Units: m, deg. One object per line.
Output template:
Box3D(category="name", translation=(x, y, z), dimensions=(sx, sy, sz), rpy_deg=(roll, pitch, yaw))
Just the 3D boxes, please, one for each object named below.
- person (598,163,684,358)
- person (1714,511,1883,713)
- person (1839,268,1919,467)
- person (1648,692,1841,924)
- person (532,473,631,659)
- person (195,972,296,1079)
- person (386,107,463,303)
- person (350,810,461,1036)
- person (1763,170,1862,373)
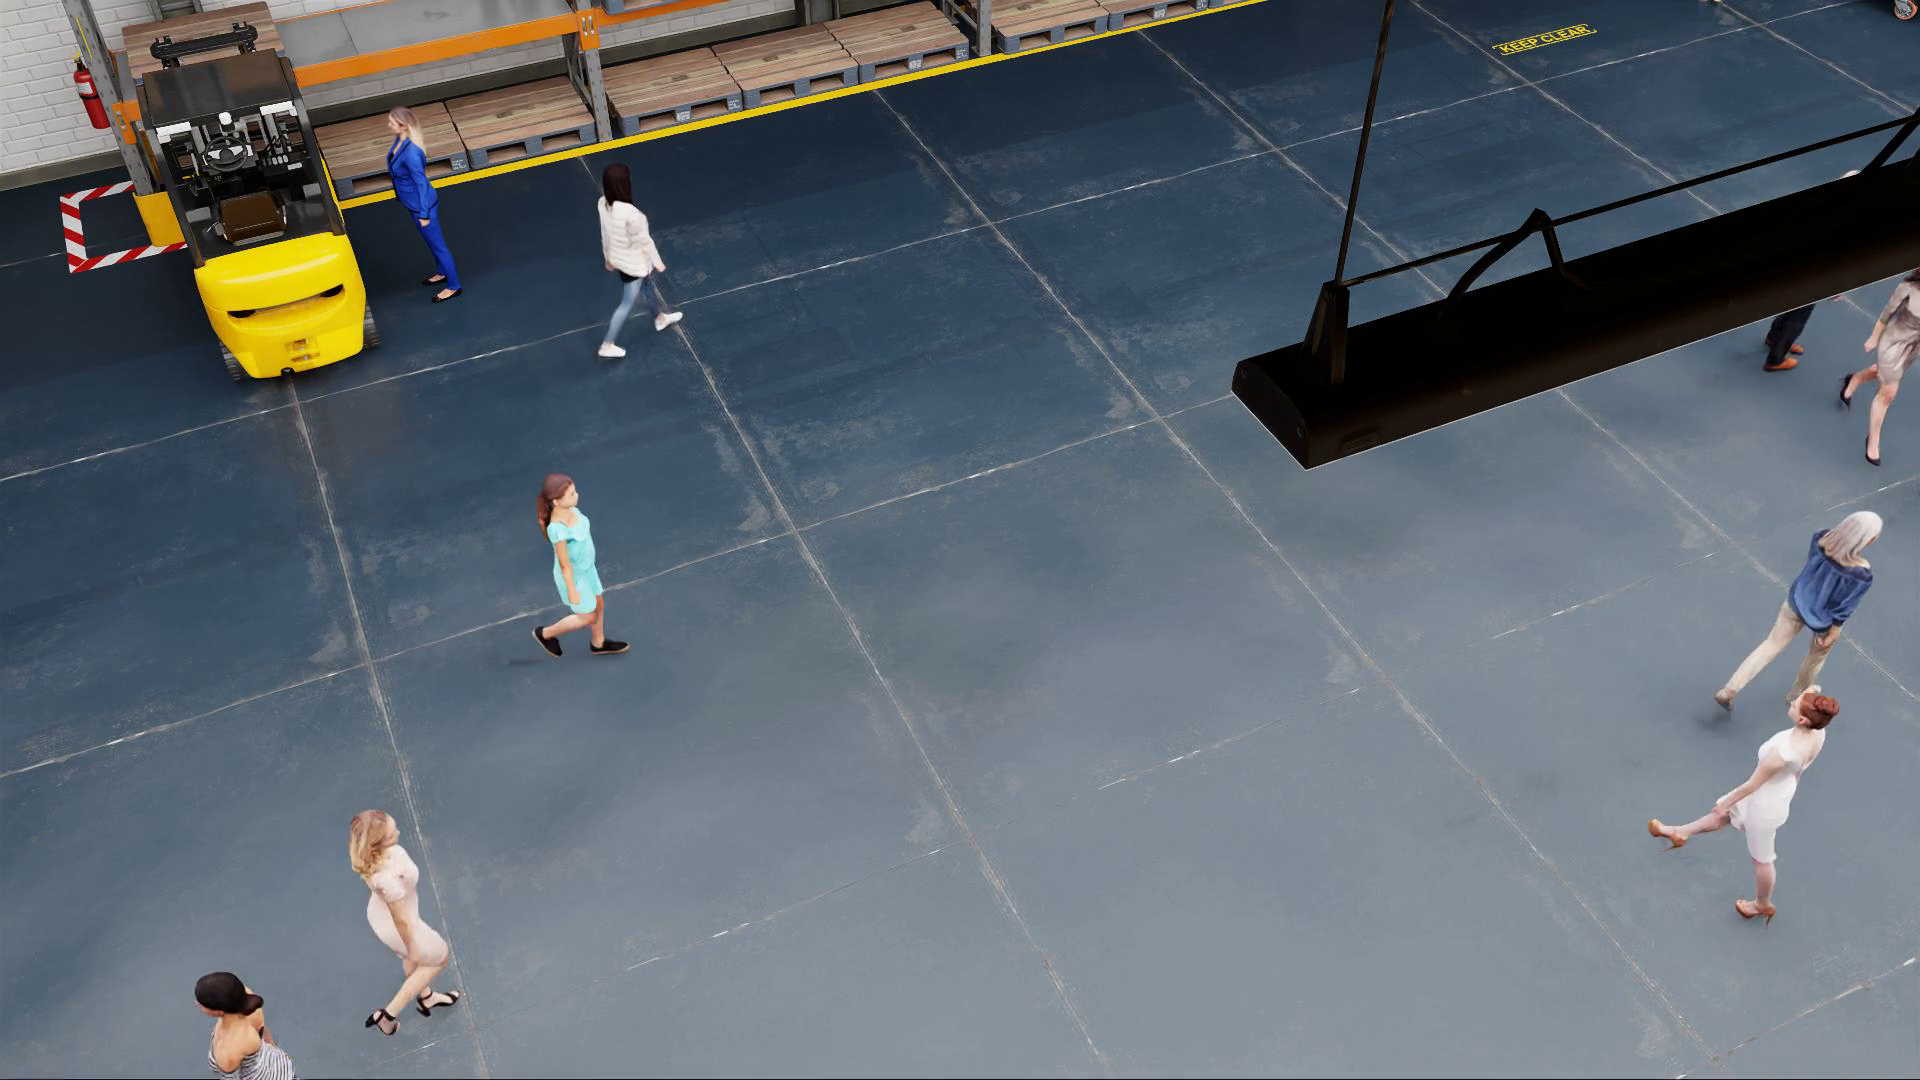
Box3D(category="person", translation=(-2.616, -2.127, 12.902), dimensions=(1.149, 1.604, 0.832), rpy_deg=(-33, 53, -30))
Box3D(category="person", translation=(5.119, 0.471, 10.126), dimensions=(1.043, 1.671, 0.627), rpy_deg=(-19, 47, -19))
Box3D(category="person", translation=(6.824, -1.453, 12.120), dimensions=(1.137, 1.708, 0.960), rpy_deg=(-2, 44, -2))
Box3D(category="person", translation=(4.430, 1.500, 8.986), dimensions=(1.049, 1.754, 0.831), rpy_deg=(-30, 51, -27))
Box3D(category="person", translation=(-2.494, 0.203, 10.496), dimensions=(0.907, 1.550, 0.755), rpy_deg=(0, 44, 0))
Box3D(category="person", translation=(-3.134, 2.587, 7.818), dimensions=(1.082, 1.792, 0.716), rpy_deg=(-11, 45, -11))
Box3D(category="person", translation=(-4.348, -2.730, 13.465), dimensions=(0.538, 1.700, 0.625), rpy_deg=(-19, 47, -19))
Box3D(category="person", translation=(-2.924, 1.988, 8.430), dimensions=(0.809, 1.815, 0.698), rpy_deg=(-33, 53, -30))
Box3D(category="person", translation=(6.430, -2.030, 12.671), dimensions=(0.875, 1.782, 0.856), rpy_deg=(-3, 44, -4))
